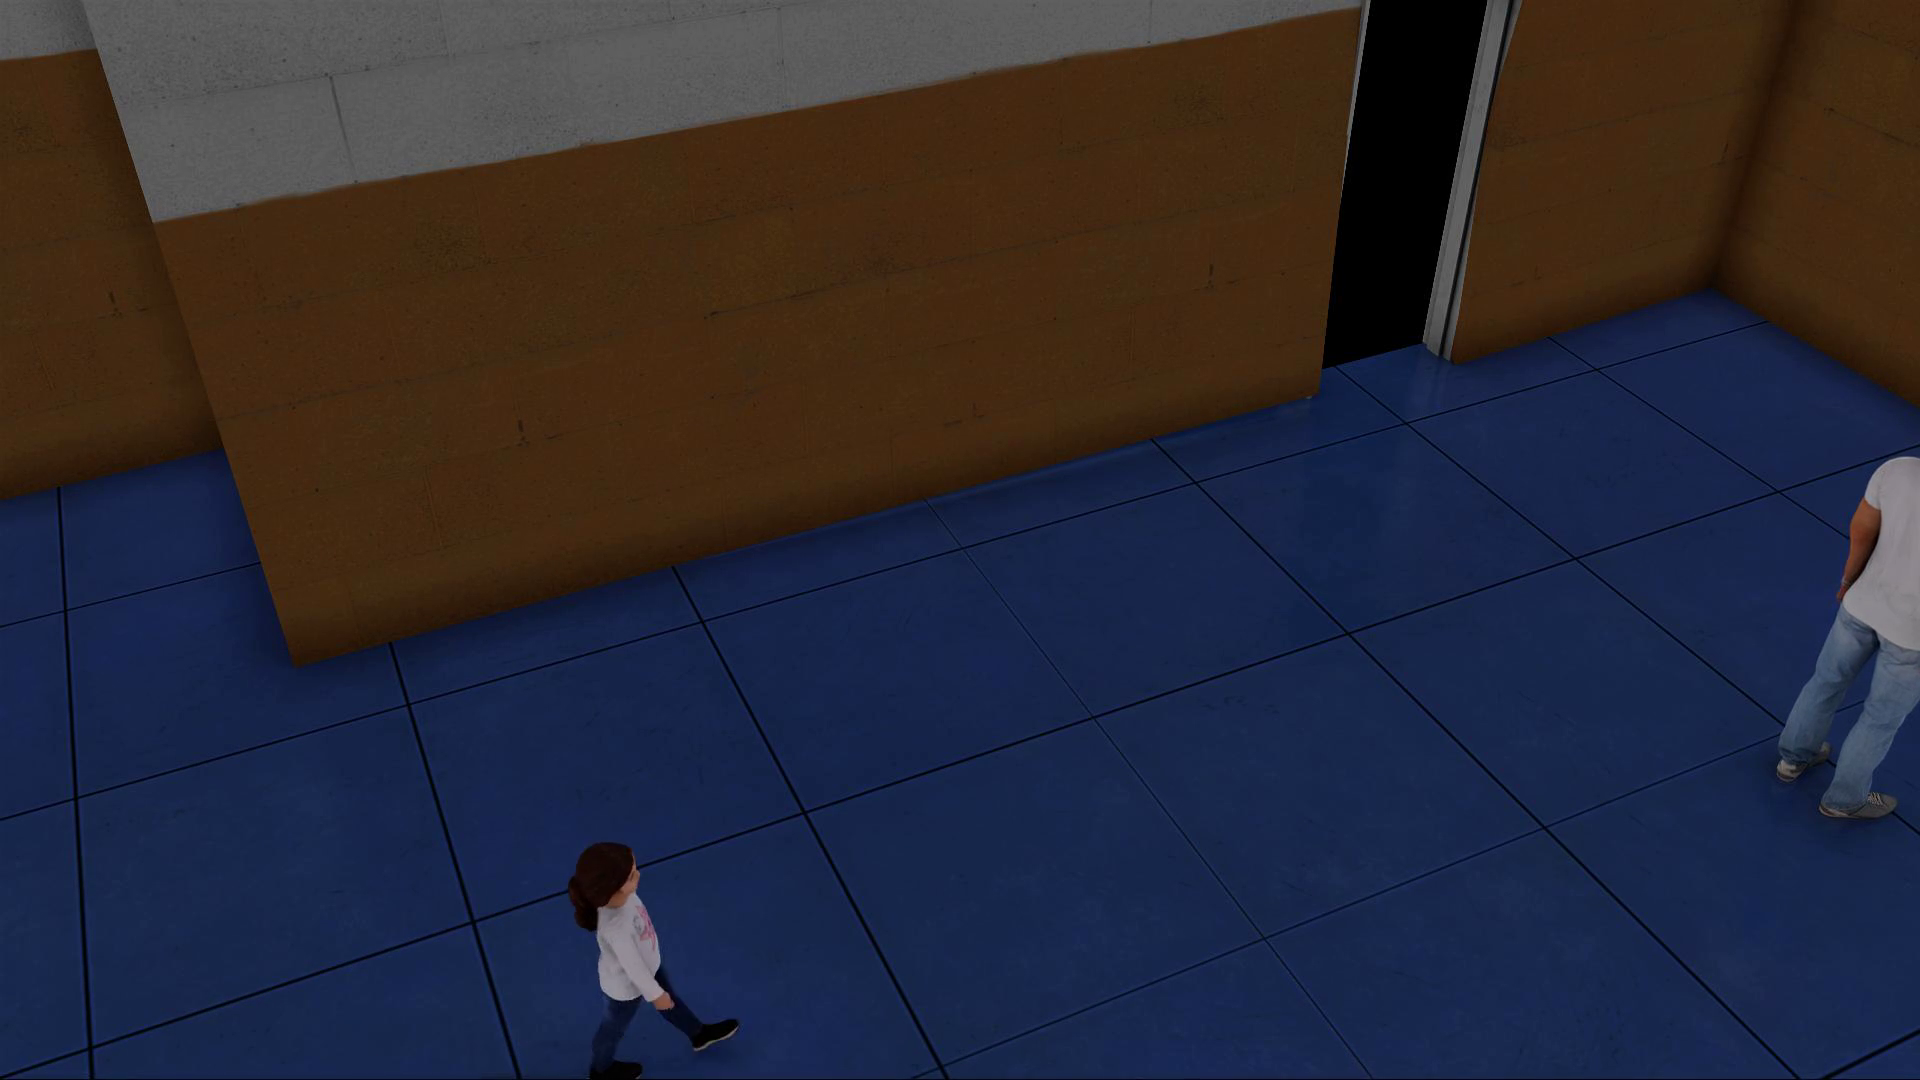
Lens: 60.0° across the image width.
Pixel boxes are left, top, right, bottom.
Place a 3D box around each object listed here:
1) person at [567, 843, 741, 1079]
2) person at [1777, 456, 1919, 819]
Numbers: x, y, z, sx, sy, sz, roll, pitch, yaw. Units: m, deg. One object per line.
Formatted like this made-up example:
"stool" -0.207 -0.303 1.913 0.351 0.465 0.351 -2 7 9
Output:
"person" -1.142 1.408 5.417 0.649 1.087 0.734 -4 37 -5
"person" 3.536 0.271 6.284 0.743 1.864 0.499 -13 39 -17
